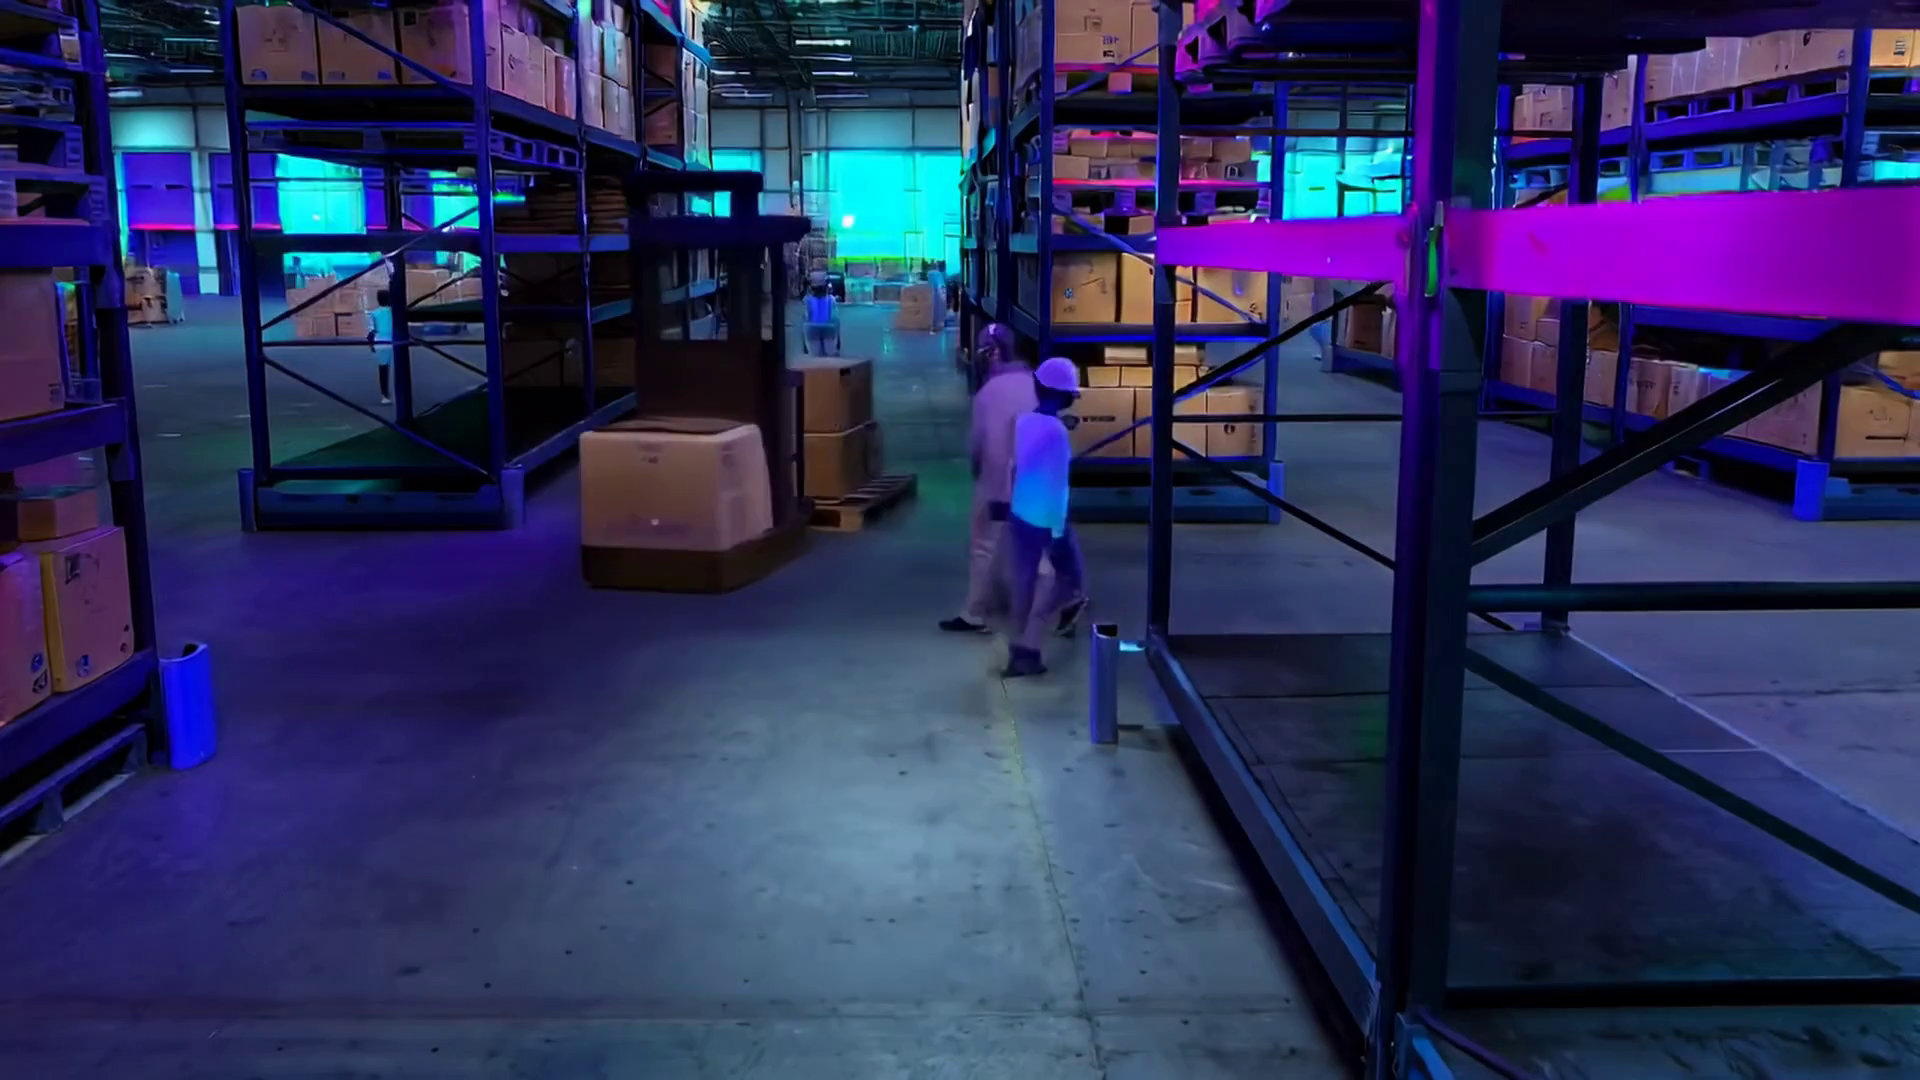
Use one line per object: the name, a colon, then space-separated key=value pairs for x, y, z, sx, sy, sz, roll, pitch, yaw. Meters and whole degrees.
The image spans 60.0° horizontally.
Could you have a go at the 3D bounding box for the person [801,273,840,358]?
person: x=-2.036 y=-2.945 z=24.286 sx=0.556 sy=1.904 sz=0.939 roll=-1 pitch=10 yaw=-5

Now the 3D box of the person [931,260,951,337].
person: x=-0.357 y=-5.922 z=40.871 sx=0.893 sy=1.880 sz=0.615 roll=6 pitch=12 yaw=29

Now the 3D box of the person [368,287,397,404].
person: x=-8.288 y=-2.823 z=24.159 sx=0.552 sy=1.677 sz=0.565 roll=0 pitch=10 yaw=-2

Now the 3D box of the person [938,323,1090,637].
person: x=0.321 y=-0.338 z=9.818 sx=0.851 sy=1.876 sz=0.636 roll=6 pitch=12 yaw=30

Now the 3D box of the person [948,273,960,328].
person: x=-0.094 y=-4.689 z=34.540 sx=0.321 sy=1.695 sz=0.537 roll=0 pitch=10 yaw=-1

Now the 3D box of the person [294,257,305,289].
person: x=-21.559 y=-8.352 z=54.496 sx=0.578 sy=1.853 sz=0.530 roll=-3 pitch=11 yaw=-18

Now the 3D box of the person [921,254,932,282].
person: x=-1.357 y=-10.258 z=65.073 sx=0.407 sy=1.870 sz=0.617 roll=-9 pitch=13 yaw=-41

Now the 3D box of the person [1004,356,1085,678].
person: x=0.429 y=-0.104 z=8.842 sx=0.412 sy=1.741 sz=0.621 roll=-5 pitch=11 yaw=-25

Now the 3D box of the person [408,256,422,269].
person: x=-19.695 y=-9.357 z=60.186 sx=0.459 sy=1.832 sz=0.638 roll=4 pitch=11 yaw=23

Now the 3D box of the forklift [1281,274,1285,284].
forklift: x=12.224 y=-10.385 z=62.972 sx=1.129 sy=2.768 sz=1.873 roll=0 pitch=10 yaw=-2

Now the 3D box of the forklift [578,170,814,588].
forklift: x=-1.863 y=-1.185 z=11.721 sx=1.129 sy=2.768 sz=1.873 roll=2 pitch=10 yaw=12

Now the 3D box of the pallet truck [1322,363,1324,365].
pallet truck: x=7.712 y=-4.157 z=30.737 sx=1.885 sy=1.965 sz=0.823 roll=3 pitch=11 yaw=16

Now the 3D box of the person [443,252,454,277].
person: x=-18.998 y=-9.684 z=61.669 sx=0.971 sy=1.958 sz=0.614 roll=5 pitch=11 yaw=25

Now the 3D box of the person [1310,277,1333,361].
person: x=7.059 y=-4.443 z=32.616 sx=0.463 sy=1.889 sz=0.679 roll=-1 pitch=10 yaw=-5
